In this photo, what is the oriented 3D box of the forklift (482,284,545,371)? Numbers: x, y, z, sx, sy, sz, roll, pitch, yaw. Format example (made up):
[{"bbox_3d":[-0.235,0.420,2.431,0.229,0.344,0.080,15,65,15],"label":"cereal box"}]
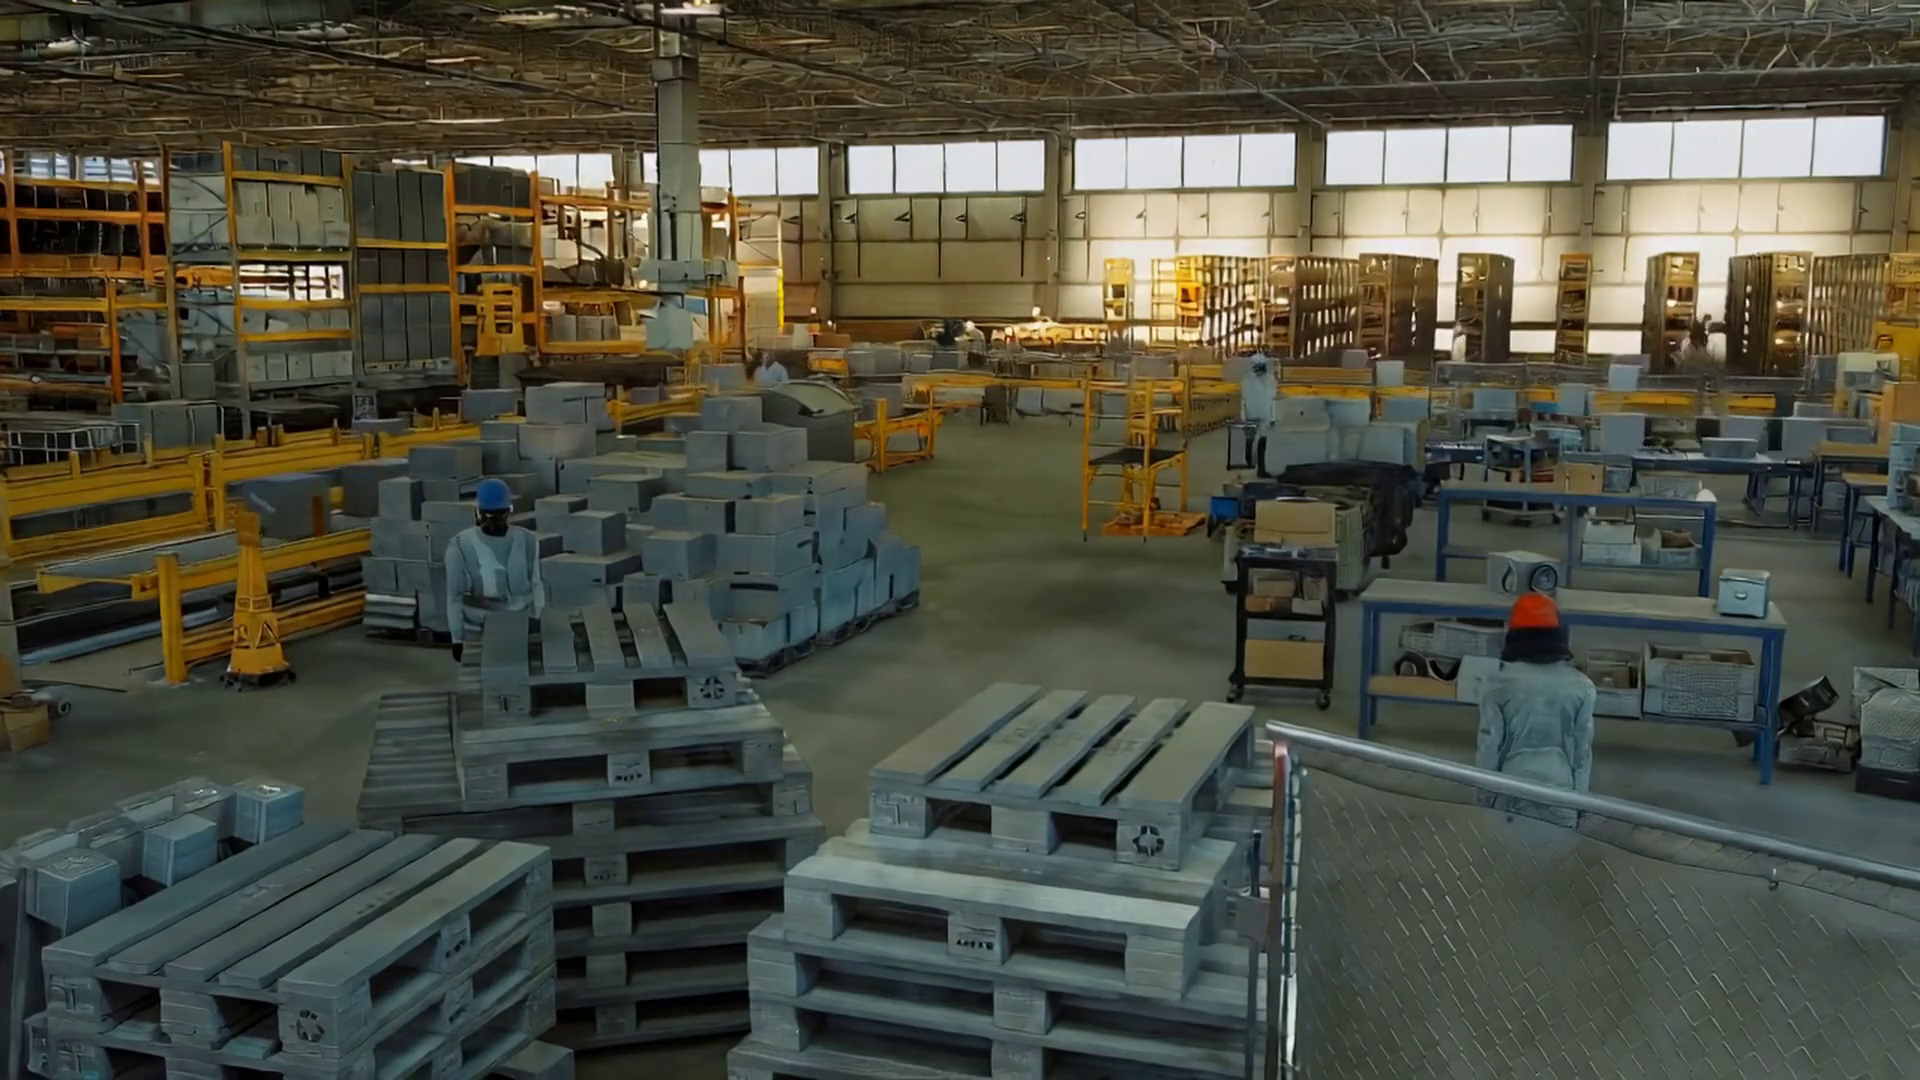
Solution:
[{"bbox_3d":[-10.832,-4.702,39.610,1.129,2.768,1.873,3,10,20],"label":"forklift"}]

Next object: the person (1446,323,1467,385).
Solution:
[{"bbox_3d":[12.621,-4.639,42.583,0.849,1.799,0.624,0,9,2],"label":"person"}]

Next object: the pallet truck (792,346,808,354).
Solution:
[{"bbox_3d":[-3.705,-4.298,42.022,0.653,1.274,1.630,3,10,20],"label":"pallet truck"}]

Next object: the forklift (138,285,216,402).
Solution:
[{"bbox_3d":[-17.480,-4.200,36.461,1.873,2.768,1.129,3,10,19],"label":"forklift"}]

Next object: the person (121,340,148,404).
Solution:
[{"bbox_3d":[-14.101,-2.434,28.319,0.359,1.936,0.552,9,12,43],"label":"person"}]

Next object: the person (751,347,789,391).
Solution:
[{"bbox_3d":[-3.054,-2.124,26.541,0.641,1.890,0.436,6,11,33],"label":"person"}]

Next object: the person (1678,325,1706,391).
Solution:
[{"bbox_3d":[18.017,-4.398,41.056,0.728,1.816,0.565,2,9,14],"label":"person"}]

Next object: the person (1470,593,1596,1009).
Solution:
[{"bbox_3d":[2.358,1.079,6.897,0.484,1.736,0.309,0,9,-2],"label":"person"}]

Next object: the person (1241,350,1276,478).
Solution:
[{"bbox_3d":[4.449,-1.857,24.748,0.551,1.926,0.406,-3,9,-17],"label":"person"}]

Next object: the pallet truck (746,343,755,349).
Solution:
[{"bbox_3d":[-6.183,-4.618,44.264,1.601,1.201,0.680,-9,12,-43],"label":"pallet truck"}]

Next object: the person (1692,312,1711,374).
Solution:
[{"bbox_3d":[21.565,-5.667,48.487,0.643,1.979,0.550,-9,13,-44],"label":"person"}]

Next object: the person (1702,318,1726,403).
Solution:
[{"bbox_3d":[17.781,-4.221,39.277,0.634,2.022,0.547,-8,12,-41],"label":"person"}]

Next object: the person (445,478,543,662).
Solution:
[{"bbox_3d":[-2.777,0.533,10.023,0.599,1.830,0.403,-7,11,-36],"label":"person"}]

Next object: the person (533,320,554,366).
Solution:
[{"bbox_3d":[-10.653,-4.665,42.504,0.653,1.884,0.694,6,11,34],"label":"person"}]
